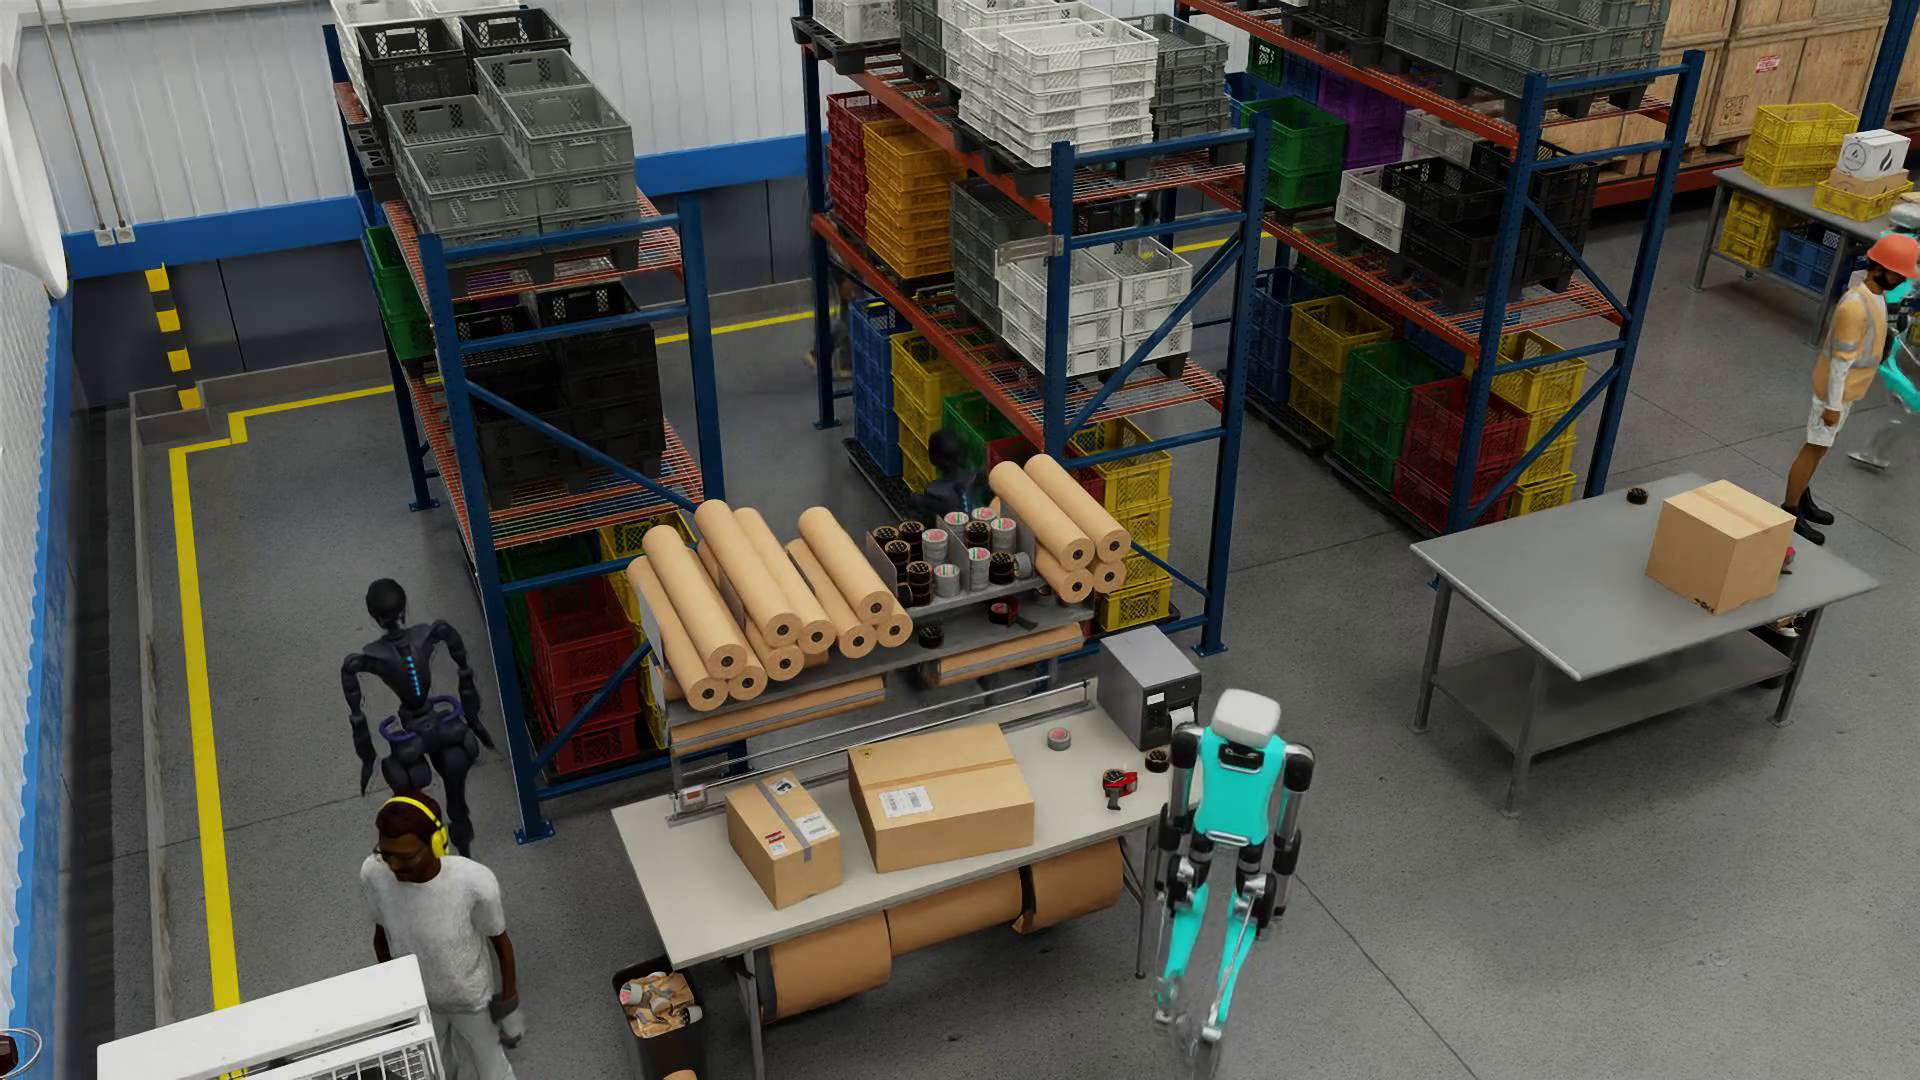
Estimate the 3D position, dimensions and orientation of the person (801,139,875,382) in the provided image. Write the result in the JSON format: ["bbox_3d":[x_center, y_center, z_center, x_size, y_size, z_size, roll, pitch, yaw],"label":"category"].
[{"bbox_3d":[-0.817,-1.916,11.611,0.513,1.820,0.510,-8,33,-13],"label":"person"}]

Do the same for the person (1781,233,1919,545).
[{"bbox_3d":[5.249,-0.900,9.851,0.373,1.928,0.542,22,38,31],"label":"person"}]

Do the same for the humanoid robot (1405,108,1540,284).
[{"bbox_3d":[3.807,-2.535,12.715,0.970,1.771,0.543,22,38,31],"label":"humanoid robot"}]

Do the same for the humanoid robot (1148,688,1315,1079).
[{"bbox_3d":[0.936,1.498,6.167,0.549,1.802,0.914,8,33,13],"label":"humanoid robot"}]

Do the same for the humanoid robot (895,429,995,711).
[{"bbox_3d":[-0.058,0.161,8.402,0.596,1.620,0.784,-21,37,-30],"label":"humanoid robot"}]

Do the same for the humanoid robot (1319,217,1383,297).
[{"bbox_3d":[2.948,-2.343,12.432,0.492,1.641,0.598,20,37,29],"label":"humanoid robot"}]

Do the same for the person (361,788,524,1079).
[{"bbox_3d":[-1.787,1.619,5.813,0.516,1.873,0.331,4,32,7],"label":"person"}]

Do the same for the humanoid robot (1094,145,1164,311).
[{"bbox_3d":[1.222,-2.388,12.539,0.541,1.883,0.735,8,33,13],"label":"humanoid robot"}]

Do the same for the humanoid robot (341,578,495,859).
[{"bbox_3d":[-2.308,0.880,7.194,0.596,1.643,0.371,-23,38,-32],"label":"humanoid robot"}]

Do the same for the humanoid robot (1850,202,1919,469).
[{"bbox_3d":[6.007,-1.159,10.532,0.538,1.867,0.749,-27,41,-37],"label":"humanoid robot"}]
